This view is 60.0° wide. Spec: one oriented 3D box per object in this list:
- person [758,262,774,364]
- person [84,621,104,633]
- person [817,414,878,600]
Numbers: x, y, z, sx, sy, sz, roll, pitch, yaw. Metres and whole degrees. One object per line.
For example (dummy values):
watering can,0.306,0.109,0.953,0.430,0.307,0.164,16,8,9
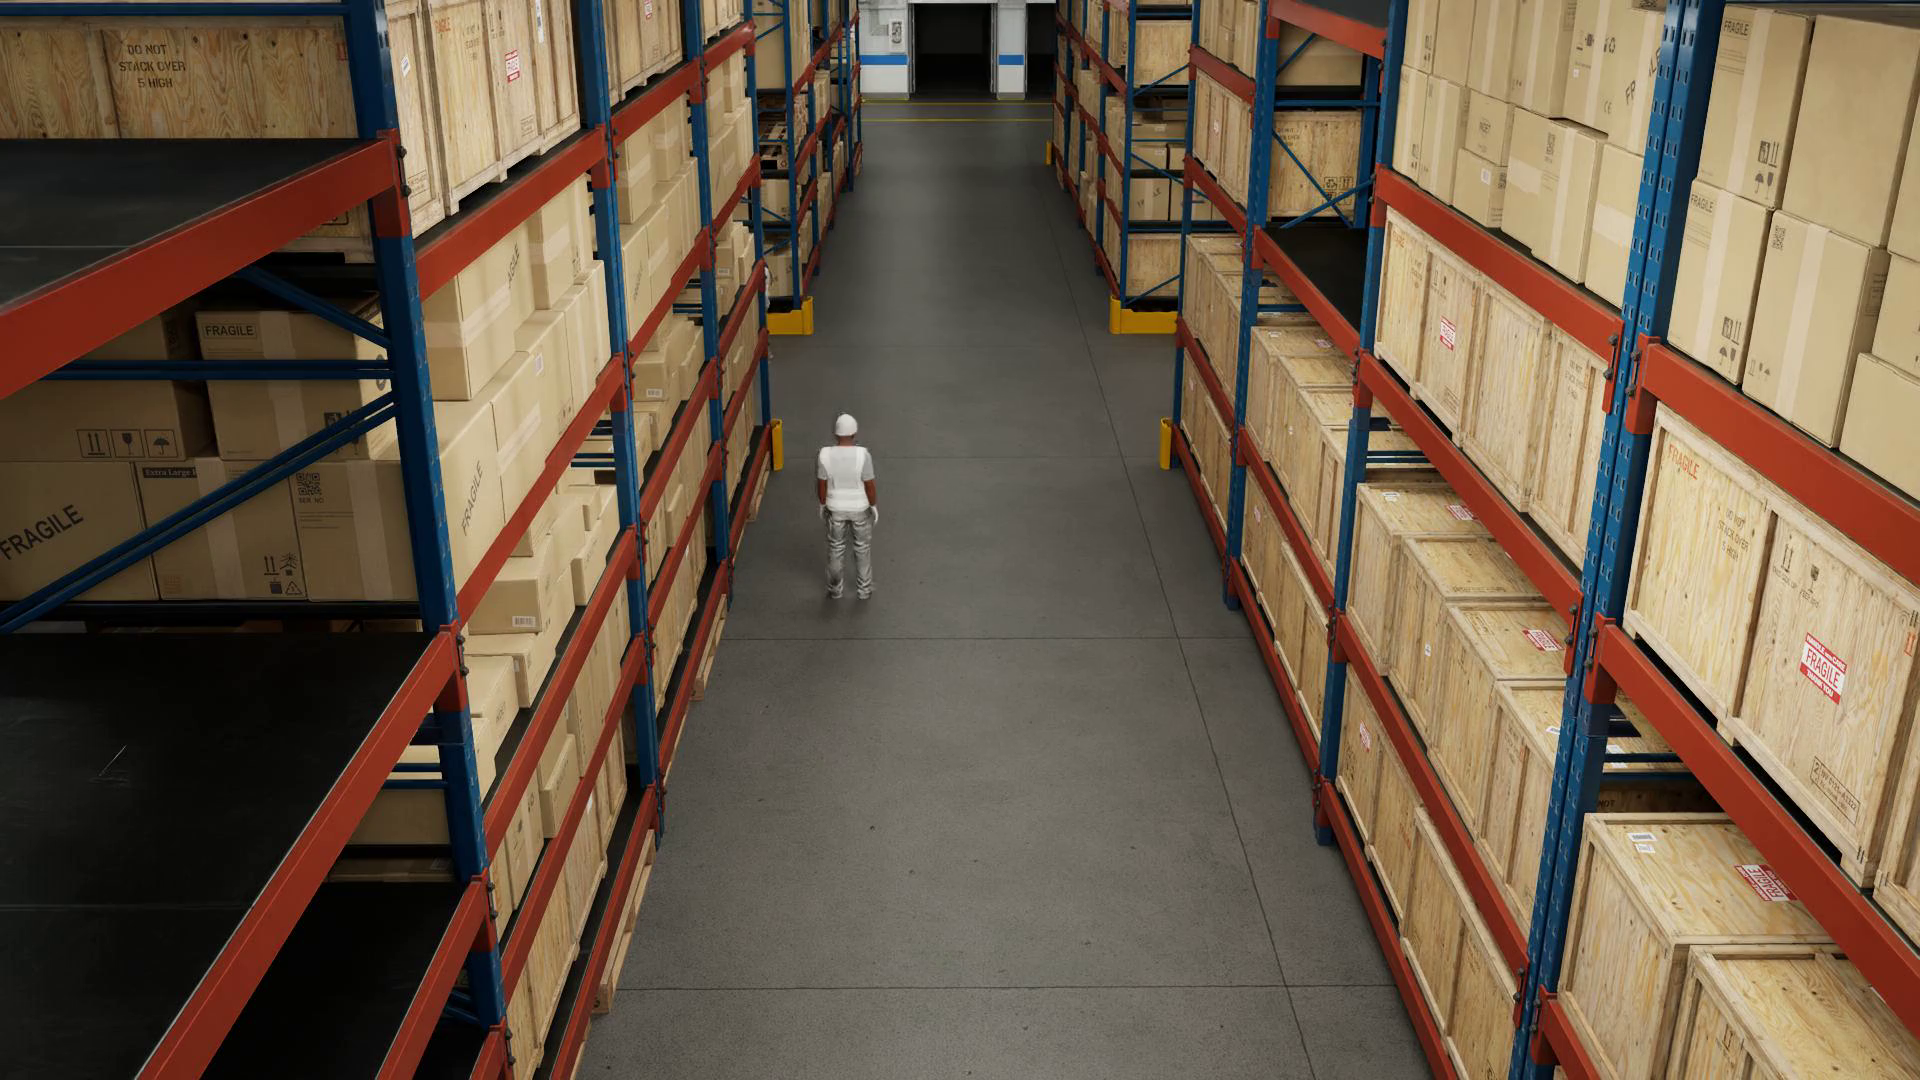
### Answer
person,-2.779,-3.324,23.049,0.397,1.688,0.482,11,24,26
person,-7.243,0.216,13.941,0.565,1.782,0.385,-5,22,-12
person,-1.015,-0.312,15.277,0.548,1.788,0.408,2,22,4
